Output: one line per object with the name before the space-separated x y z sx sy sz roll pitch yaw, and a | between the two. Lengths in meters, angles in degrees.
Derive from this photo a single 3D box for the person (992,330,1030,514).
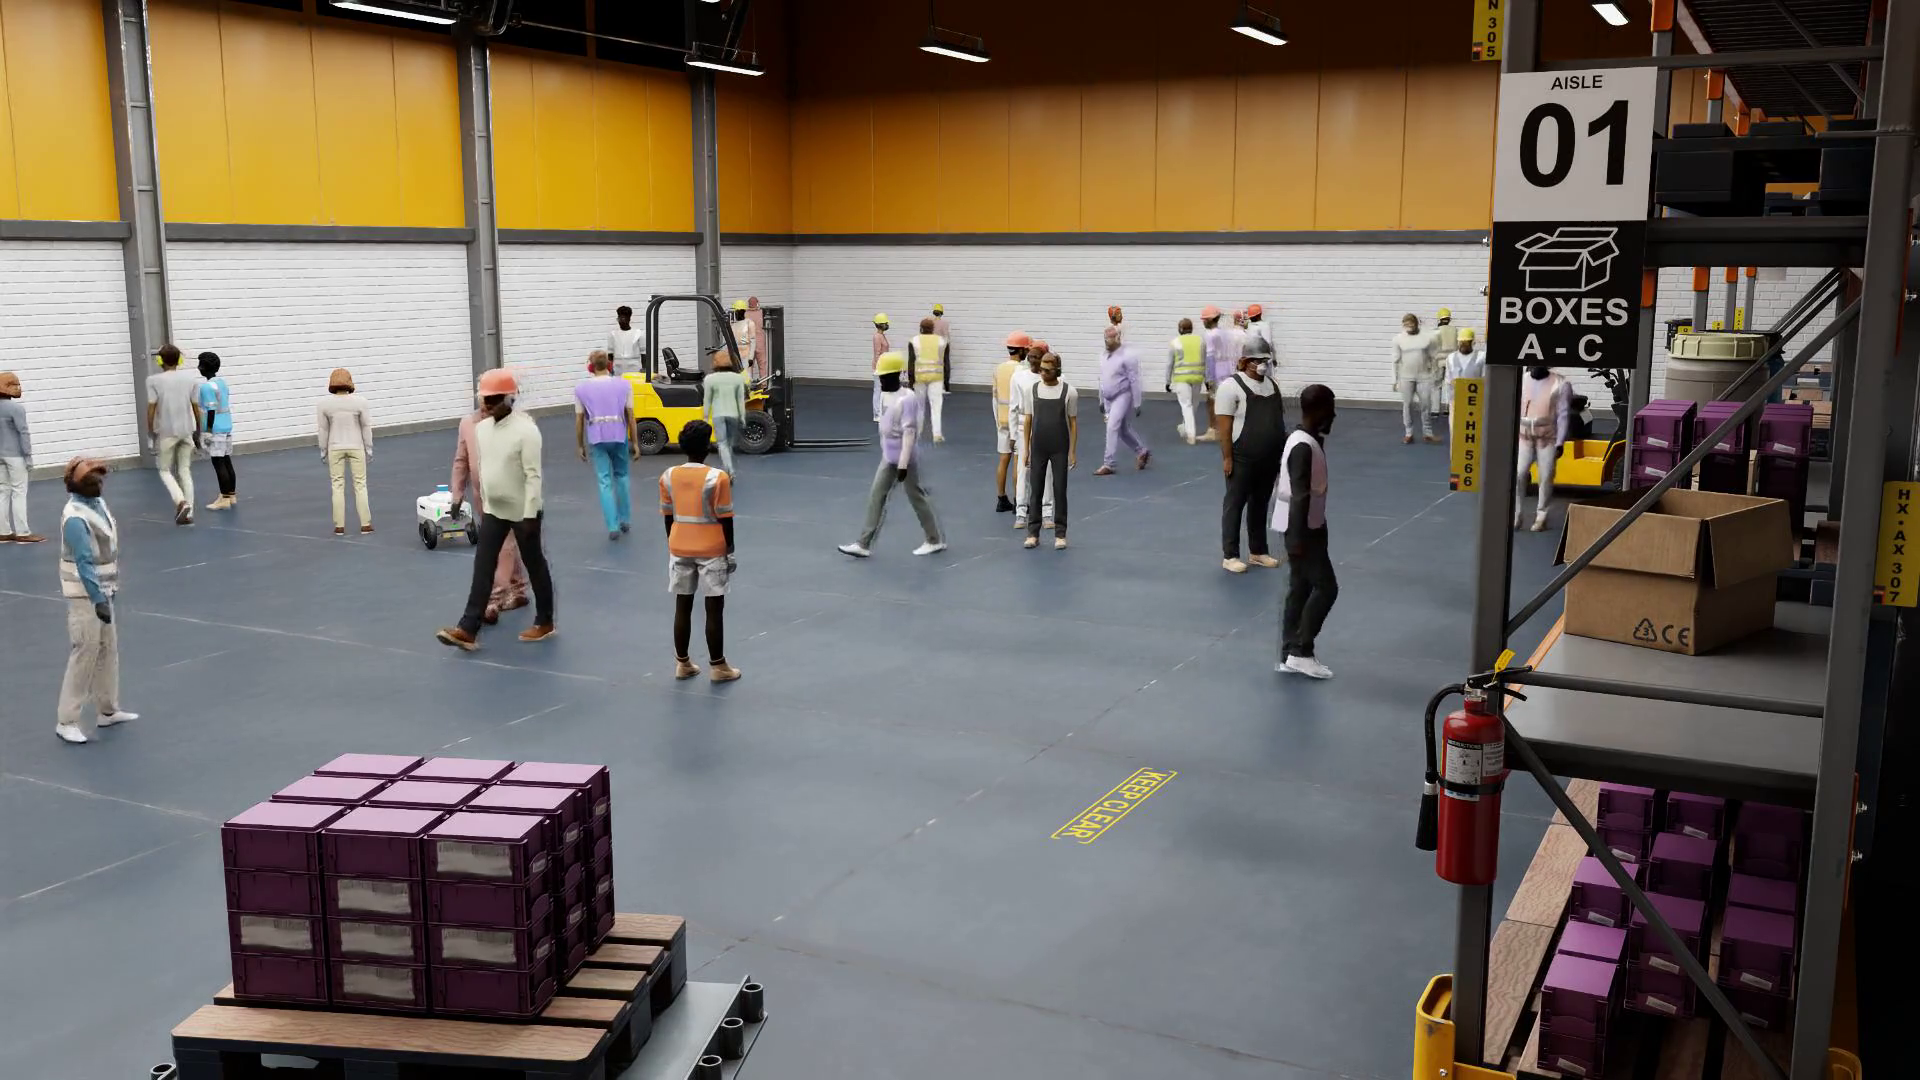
person | 0.595 -1.242 17.566 0.374 1.935 0.552 -8 13 -40

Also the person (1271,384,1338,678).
person | 2.290 -0.056 10.769 0.541 1.905 0.631 2 10 14

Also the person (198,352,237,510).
person | -7.983 -1.169 17.839 0.317 1.695 0.540 -1 10 -7

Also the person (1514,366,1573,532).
person | 5.636 -0.964 16.290 0.642 1.818 0.643 6 12 33

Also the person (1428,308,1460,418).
person | 8.050 -2.952 27.761 0.587 1.835 0.403 -3 10 -16

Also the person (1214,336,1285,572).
person | 2.567 -0.749 14.414 0.679 2.000 0.537 -7 12 -34

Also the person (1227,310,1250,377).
person | 4.149 -2.453 24.659 0.406 1.910 0.639 -3 10 -14

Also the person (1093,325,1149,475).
person | 2.041 -1.753 20.769 0.928 1.868 0.665 -6 12 -32

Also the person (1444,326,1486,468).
person | 6.536 -1.849 21.436 0.592 1.817 0.720 5 11 28

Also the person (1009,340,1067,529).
person | 0.775 -1.046 16.586 0.574 1.884 0.357 0 10 0

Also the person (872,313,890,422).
person | -1.275 -2.795 27.039 0.301 1.772 0.531 1 10 6

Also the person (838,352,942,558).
person | -0.582 -0.756 14.975 1.005 1.867 0.588 -6 12 -33

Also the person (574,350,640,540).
person | -3.431 -0.937 16.158 0.590 1.806 0.823 -3 10 -16

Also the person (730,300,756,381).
person | -3.836 -3.248 29.201 0.587 1.930 0.362 7 12 37

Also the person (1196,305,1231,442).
person | 3.815 -2.387 24.013 0.822 2.006 0.629 5 11 25

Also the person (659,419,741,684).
person | -1.659 0.076 10.629 0.535 1.699 0.318 4 11 23

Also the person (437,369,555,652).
person | -3.182 -0.196 11.473 0.647 1.942 0.989 5 11 28

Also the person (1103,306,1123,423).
person | 2.490 -2.832 26.933 0.356 1.883 0.573 1 10 5

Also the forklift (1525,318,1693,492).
forklift | 7.066 -1.601 18.899 2.313 2.155 1.214 5 11 27

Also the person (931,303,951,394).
person | -0.415 -3.718 32.388 0.531 1.771 0.302 7 12 34

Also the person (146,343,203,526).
person | -7.866 -1.040 16.666 0.480 1.844 0.580 9 14 44

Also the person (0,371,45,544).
person | -8.979 -0.777 15.749 0.507 1.631 0.266 4 11 23

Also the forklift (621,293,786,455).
forklift | -3.588 -2.317 23.042 2.313 2.155 1.214 -1 10 -5

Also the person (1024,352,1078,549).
person | 0.837 -0.828 15.451 0.506 1.839 0.350 2 10 12

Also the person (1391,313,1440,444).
person | 6.527 -2.311 23.880 0.684 1.894 0.476 2 10 12

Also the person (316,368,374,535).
person | -5.994 -0.861 16.240 0.498 1.632 0.284 -3 10 -15

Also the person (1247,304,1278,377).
person | 5.175 -3.082 28.368 0.722 1.885 0.472 -9 13 -42

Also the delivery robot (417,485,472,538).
delivery robot | -4.877 -0.279 15.715 0.477 0.478 0.707 -6 12 -33

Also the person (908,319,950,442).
person | -0.454 -2.341 24.424 0.648 1.789 0.806 -2 10 -10

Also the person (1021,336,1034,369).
person | 0.929 -1.927 22.424 0.317 1.631 0.522 2 10 10

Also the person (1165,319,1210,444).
person | 3.278 -2.313 24.200 0.637 1.784 0.979 -2 10 -14

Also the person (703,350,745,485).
person | -2.792 -1.459 19.812 0.503 1.602 0.769 -5 11 -26

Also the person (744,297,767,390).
person | -3.970 -3.754 32.217 0.639 1.903 0.406 0 10 -3

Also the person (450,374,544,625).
person | -3.497 -0.319 12.466 0.676 1.850 1.001 3 10 18

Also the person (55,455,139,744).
person | -4.959 0.321 9.433 0.390 1.623 0.638 -3 10 -15

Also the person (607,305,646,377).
person | -5.003 -2.542 25.011 0.608 1.963 0.369 1 10 3
